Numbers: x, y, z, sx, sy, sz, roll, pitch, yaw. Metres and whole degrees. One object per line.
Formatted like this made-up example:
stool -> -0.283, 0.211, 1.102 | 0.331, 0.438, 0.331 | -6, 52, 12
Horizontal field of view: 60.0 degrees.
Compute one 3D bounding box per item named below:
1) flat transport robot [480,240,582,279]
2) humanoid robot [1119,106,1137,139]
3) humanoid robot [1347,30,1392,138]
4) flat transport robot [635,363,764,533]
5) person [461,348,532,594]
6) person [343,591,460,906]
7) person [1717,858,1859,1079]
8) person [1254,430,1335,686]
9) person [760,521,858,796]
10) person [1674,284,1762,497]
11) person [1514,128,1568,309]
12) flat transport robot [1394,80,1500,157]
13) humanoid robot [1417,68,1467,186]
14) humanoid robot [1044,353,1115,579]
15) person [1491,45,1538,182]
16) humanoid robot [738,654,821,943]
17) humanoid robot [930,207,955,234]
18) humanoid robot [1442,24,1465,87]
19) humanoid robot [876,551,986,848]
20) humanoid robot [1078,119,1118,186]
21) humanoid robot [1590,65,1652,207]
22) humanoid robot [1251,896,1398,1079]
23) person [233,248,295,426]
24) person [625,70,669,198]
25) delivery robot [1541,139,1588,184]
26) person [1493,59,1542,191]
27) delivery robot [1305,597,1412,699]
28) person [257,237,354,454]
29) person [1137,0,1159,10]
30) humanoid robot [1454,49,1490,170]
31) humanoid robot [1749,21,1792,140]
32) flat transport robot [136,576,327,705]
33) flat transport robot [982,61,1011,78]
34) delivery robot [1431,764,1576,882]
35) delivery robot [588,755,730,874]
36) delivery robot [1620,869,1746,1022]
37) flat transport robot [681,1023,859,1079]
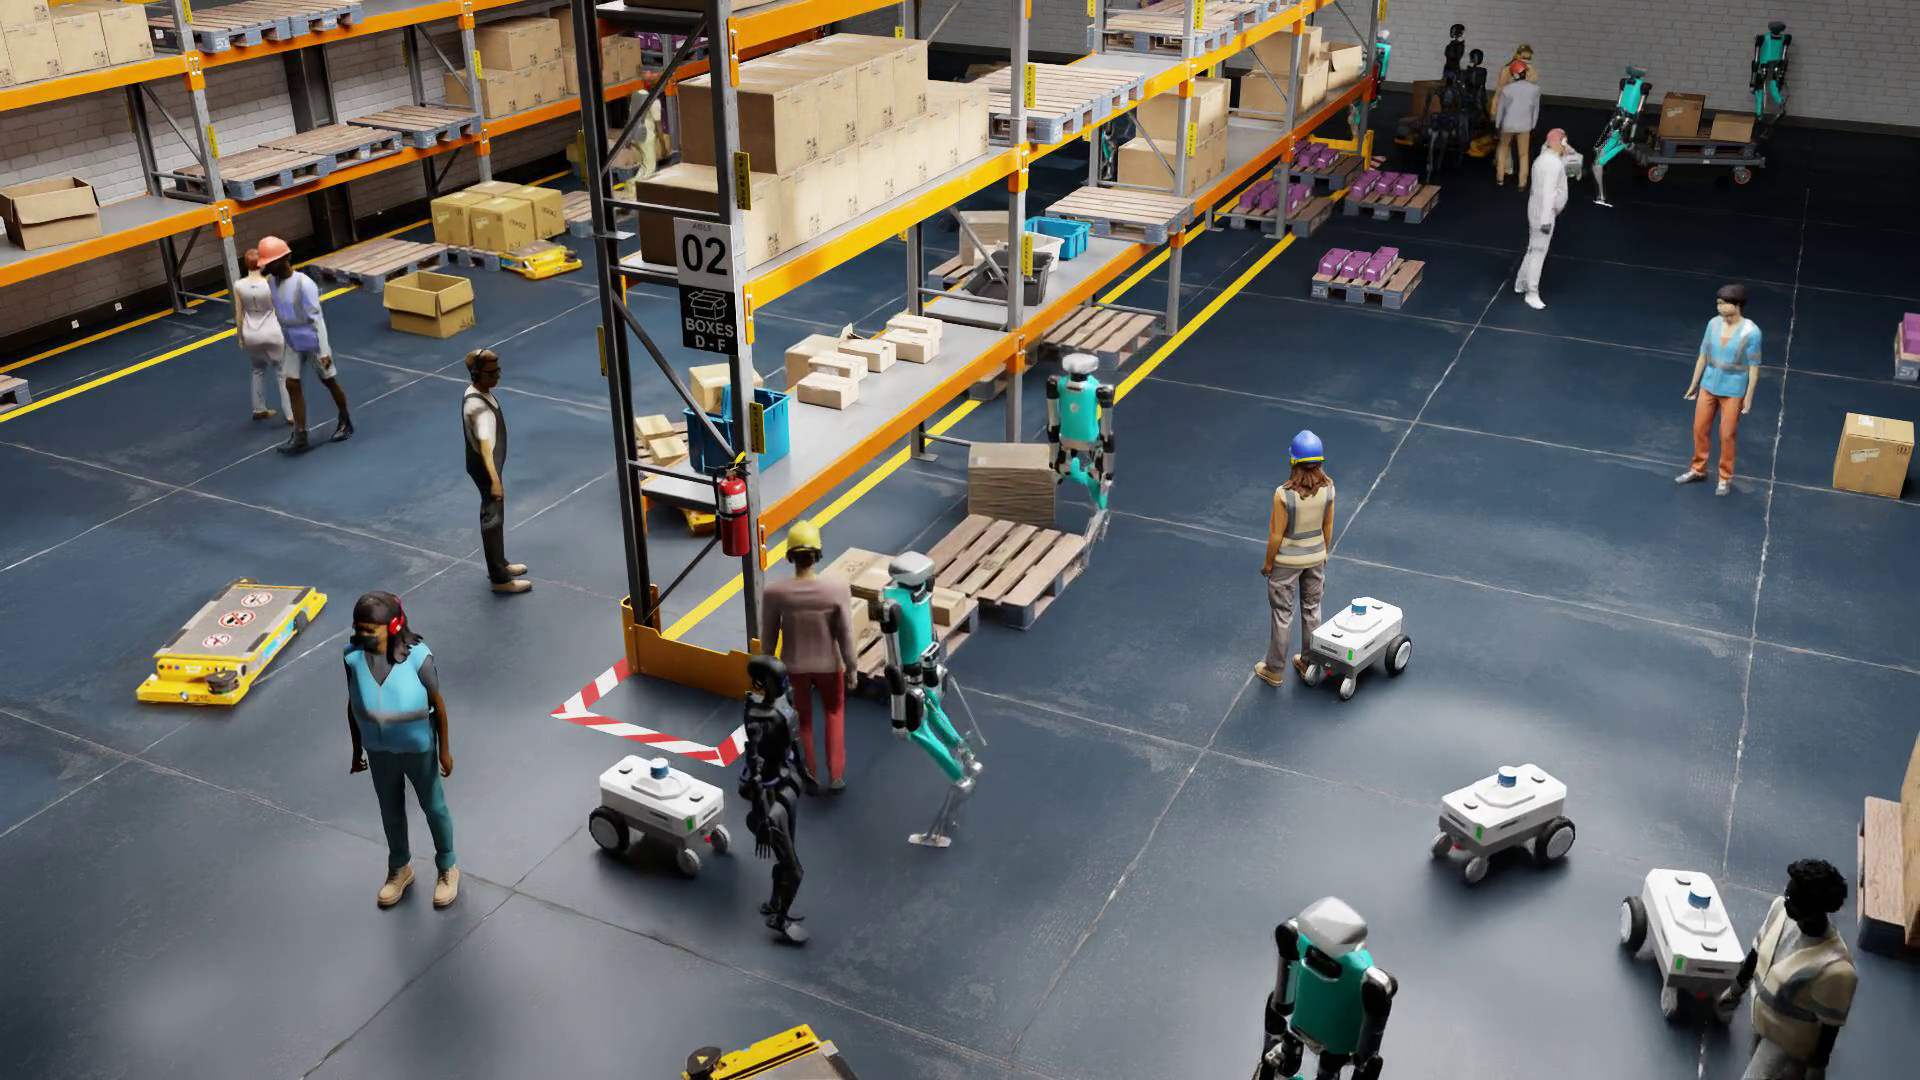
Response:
flat transport robot -> -5.157, -3.356, 19.557 | 1.431, 0.231, 0.659 | 21, 33, 36
humanoid robot -> 2.790, -6.871, 25.154 | 0.730, 1.643, 0.608 | 0, 26, -1
humanoid robot -> 5.897, -6.512, 24.310 | 0.664, 1.836, 0.543 | 10, 28, 19
flat transport robot -> -2.057, -0.471, 13.729 | 0.659, 0.231, 1.431 | -10, 28, -20
person -> -3.381, -0.503, 12.022 | 0.351, 1.842, 0.505 | -7, 27, -14
person -> -2.940, 1.094, 8.768 | 0.541, 1.865, 0.370 | 1, 26, 2
person -> 3.402, 2.056, 7.028 | 0.519, 1.681, 0.540 | 1, 26, 1
person -> 2.192, 0.125, 10.824 | 0.462, 1.778, 0.305 | -9, 28, -17
person -> -0.866, 0.745, 9.598 | 0.553, 1.742, 0.510 | -2, 26, -5
person -> 6.247, -1.232, 13.596 | 0.320, 1.756, 0.540 | -17, 31, -31
person -> 6.349, -3.493, 18.041 | 0.395, 1.871, 0.746 | 5, 27, 9
flat transport robot -> 7.289, -5.963, 24.822 | 1.431, 0.231, 0.659 | 21, 33, 36
humanoid robot -> 6.514, -5.569, 22.494 | 0.609, 1.633, 0.672 | 3, 26, 6
humanoid robot -> 1.026, -0.653, 12.466 | 0.546, 1.772, 0.939 | 13, 29, 25
person -> 7.650, -5.893, 22.931 | 0.569, 1.820, 0.953 | -4, 27, -8
humanoid robot -> -0.925, 1.296, 8.578 | 0.342, 1.650, 0.607 | 8, 27, 15
humanoid robot -> -0.218, -4.593, 20.469 | 0.349, 1.653, 0.586 | -19, 32, -34
humanoid robot -> 7.472, -7.004, 25.336 | 0.340, 1.656, 0.593 | 0, 26, -1
humanoid robot -> -0.088, 0.945, 9.253 | 0.689, 1.815, 0.531 | 11, 28, 21
humanoid robot -> 1.955, -5.581, 22.400 | 1.025, 1.728, 0.550 | -21, 33, -36
humanoid robot -> 8.528, -5.292, 21.803 | 0.821, 1.769, 0.633 | -7, 27, -15
humanoid robot -> 1.263, 2.261, 6.541 | 0.698, 1.789, 0.530 | -20, 33, -35
person -> -6.239, -1.816, 14.888 | 0.501, 1.639, 0.394 | -2, 26, -4
person -> -4.018, -5.112, 21.369 | 0.464, 1.808, 0.589 | -20, 33, -35
delivery robot -> 8.343, -5.259, 23.057 | 0.499, 0.575, 0.754 | -2, 26, -5
person -> 7.501, -5.607, 22.484 | 0.566, 1.712, 0.538 | 4, 27, 8
delivery robot -> 2.650, 0.671, 11.106 | 0.499, 0.599, 0.784 | 22, 34, 37
person -> -5.687, -1.667, 14.308 | 0.689, 1.884, 0.894 | 12, 29, 23
person -> 3.141, -8.904, 28.927 | 0.876, 1.901, 0.534 | 18, 32, 32
humanoid robot -> 7.228, -6.068, 23.446 | 0.601, 1.656, 0.410 | -17, 31, -31
humanoid robot -> 12.116, -6.771, 24.829 | 0.549, 1.789, 0.857 | -2, 26, -3
flat transport robot -> -4.972, 0.675, 11.414 | 0.659, 0.231, 1.431 | 2, 26, 5
flat transport robot -> 0.869, -6.518, 25.945 | 1.431, 0.231, 0.659 | 7, 27, 13
delivery robot -> 3.031, 1.542, 9.329 | 0.758, 0.583, 0.499 | -14, 30, -26
delivery robot -> -1.690, 1.502, 9.408 | 0.773, 0.582, 0.499 | 15, 30, 28
delivery robot -> 3.688, 1.997, 8.407 | 0.499, 0.581, 0.768 | 4, 27, 7
flat transport robot -> -0.660, 2.684, 7.357 | 0.659, 0.231, 1.431 | -15, 30, -27
